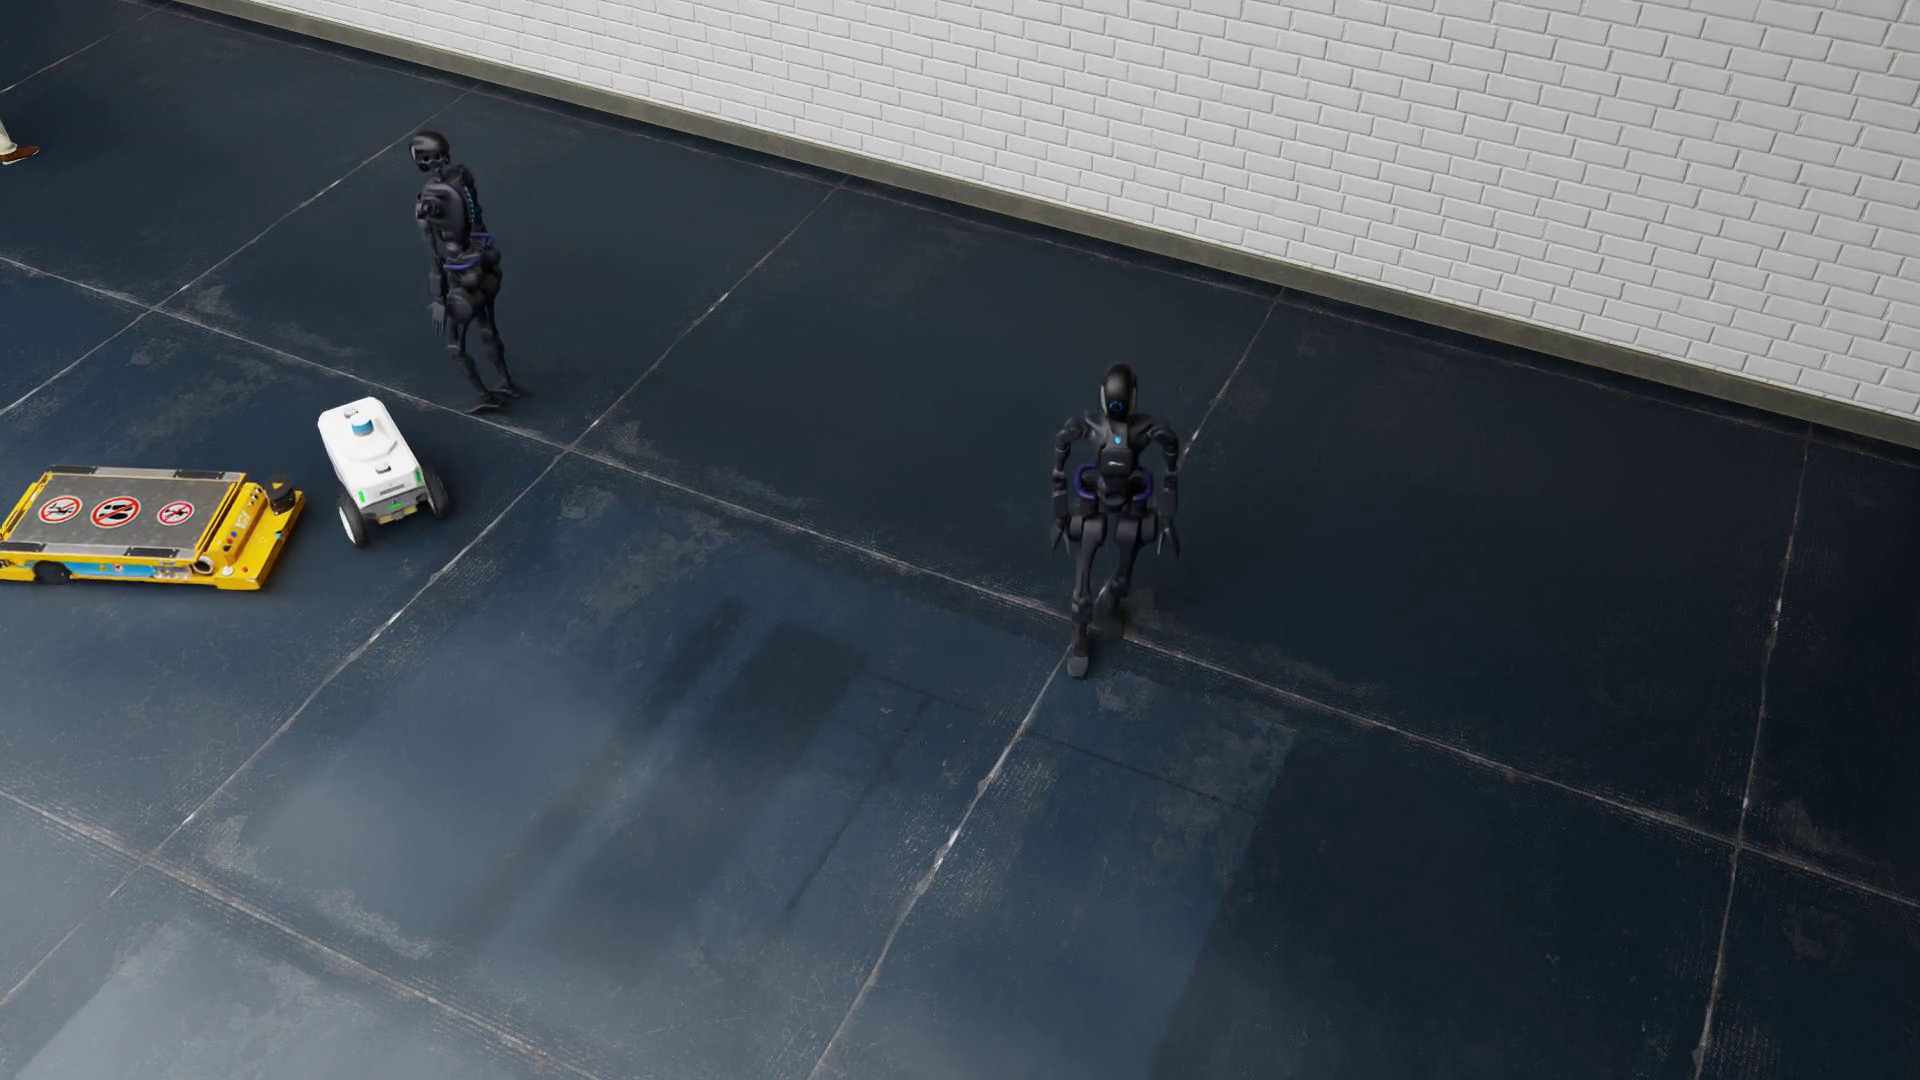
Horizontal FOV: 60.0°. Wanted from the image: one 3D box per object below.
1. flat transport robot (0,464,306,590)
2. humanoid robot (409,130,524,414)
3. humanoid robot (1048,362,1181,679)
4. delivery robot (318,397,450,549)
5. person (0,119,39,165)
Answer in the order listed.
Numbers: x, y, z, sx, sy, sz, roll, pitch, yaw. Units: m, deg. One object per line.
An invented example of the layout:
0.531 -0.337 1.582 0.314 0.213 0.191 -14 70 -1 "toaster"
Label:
-4.105 -0.063 8.323 1.431 0.231 0.659 2 43 3 "flat transport robot"
-2.596 -1.385 8.709 0.322 1.648 0.612 9 44 9 "humanoid robot"
0.692 -0.085 7.322 0.597 1.641 0.612 2 43 3 "humanoid robot"
-2.967 -0.364 8.452 0.499 0.614 0.808 -23 48 -23 "delivery robot"
-6.475 -3.202 10.705 0.497 1.632 0.287 16 45 17 "person"
